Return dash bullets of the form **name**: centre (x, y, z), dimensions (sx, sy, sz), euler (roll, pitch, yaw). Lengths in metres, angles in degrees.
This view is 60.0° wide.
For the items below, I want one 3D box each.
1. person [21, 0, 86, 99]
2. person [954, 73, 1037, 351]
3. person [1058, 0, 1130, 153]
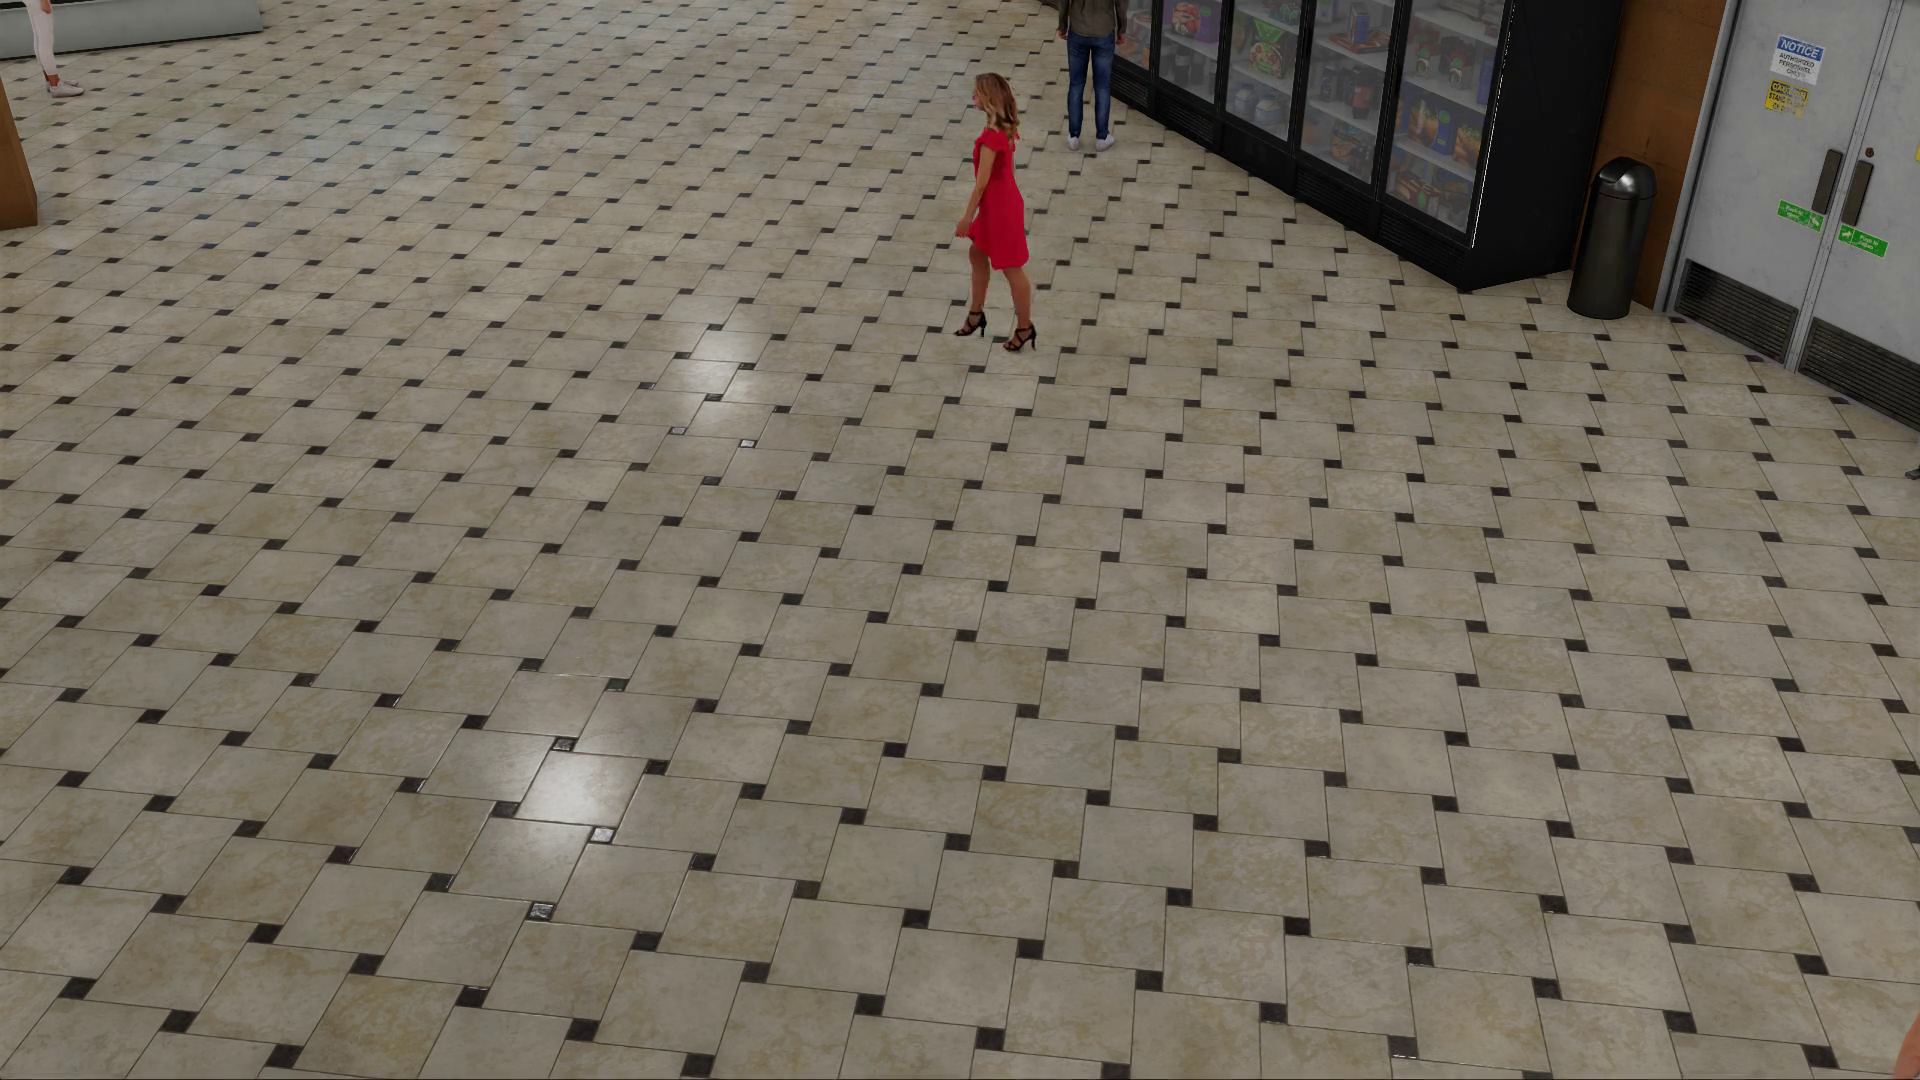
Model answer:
- **person**: centre (-7.996, -4.701, 14.337), dimensions (0.564, 1.703, 0.641), euler (-20, 37, -28)
- **person**: centre (0.333, -1.903, 9.838), dimensions (0.858, 1.706, 0.762), euler (4, 32, 6)
- **person**: centre (1.024, -3.989, 13.041), dimensions (0.733, 1.864, 0.847), euler (5, 32, 8)
